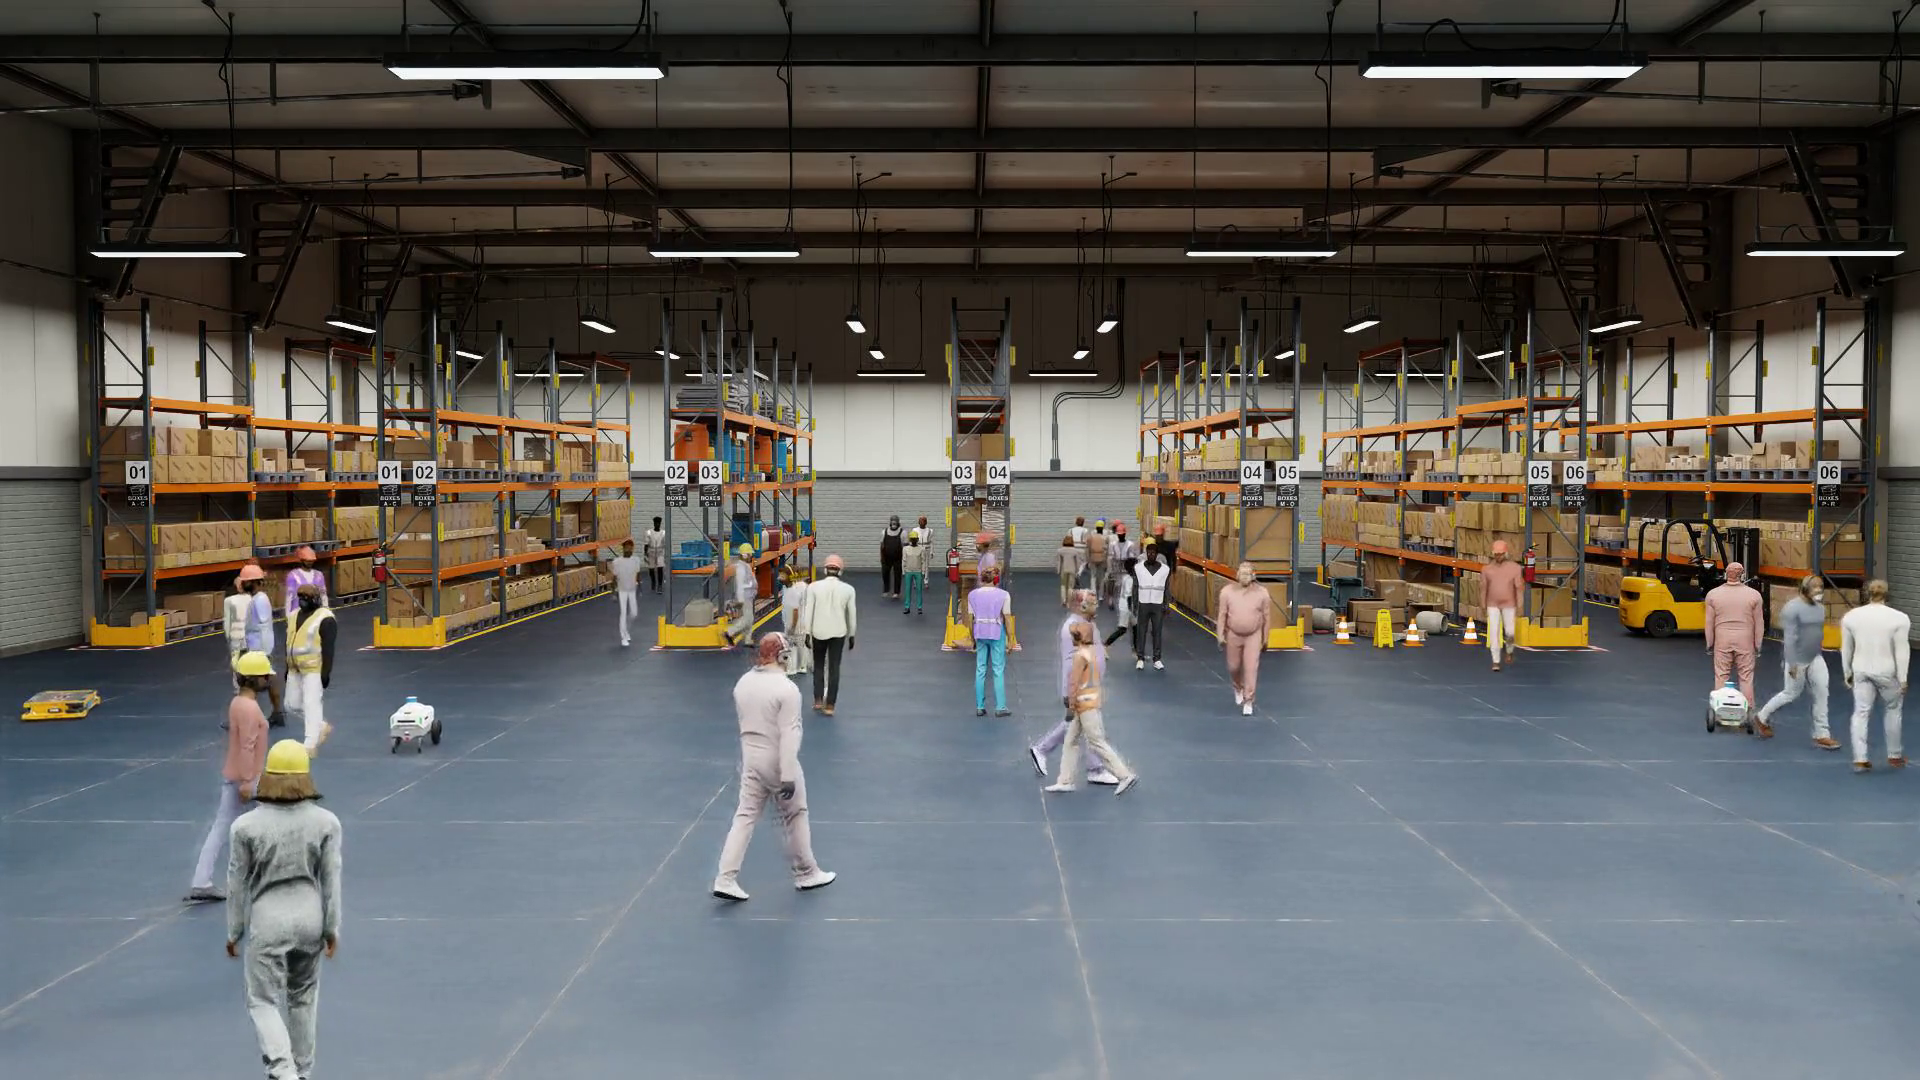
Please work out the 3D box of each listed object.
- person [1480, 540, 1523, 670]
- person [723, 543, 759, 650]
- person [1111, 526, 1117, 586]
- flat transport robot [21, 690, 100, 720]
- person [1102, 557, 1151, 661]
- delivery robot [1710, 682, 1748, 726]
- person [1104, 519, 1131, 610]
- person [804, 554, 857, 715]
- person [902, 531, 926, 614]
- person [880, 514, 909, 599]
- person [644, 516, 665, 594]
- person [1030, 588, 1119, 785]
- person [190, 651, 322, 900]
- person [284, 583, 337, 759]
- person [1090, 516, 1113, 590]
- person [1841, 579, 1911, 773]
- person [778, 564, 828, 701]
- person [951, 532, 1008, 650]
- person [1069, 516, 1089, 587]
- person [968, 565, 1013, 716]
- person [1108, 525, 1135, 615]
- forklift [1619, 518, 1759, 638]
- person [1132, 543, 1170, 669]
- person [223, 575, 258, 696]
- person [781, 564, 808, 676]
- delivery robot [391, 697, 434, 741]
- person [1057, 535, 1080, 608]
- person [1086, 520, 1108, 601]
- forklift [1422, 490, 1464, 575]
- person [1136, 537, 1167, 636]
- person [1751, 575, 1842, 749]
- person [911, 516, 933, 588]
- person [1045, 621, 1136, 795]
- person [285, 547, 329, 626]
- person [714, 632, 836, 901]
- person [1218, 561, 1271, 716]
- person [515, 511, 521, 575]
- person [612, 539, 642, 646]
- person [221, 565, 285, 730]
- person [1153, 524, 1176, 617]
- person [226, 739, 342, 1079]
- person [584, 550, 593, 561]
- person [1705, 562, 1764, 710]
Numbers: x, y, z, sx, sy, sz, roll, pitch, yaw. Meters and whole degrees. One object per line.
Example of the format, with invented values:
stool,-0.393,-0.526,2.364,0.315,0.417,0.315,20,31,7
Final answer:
person,8.204,0.980,24.491,0.632,1.976,0.553,1,2,22
person,-3.662,0.952,27.194,0.534,1.816,0.598,0,2,-2
person,4.142,0.412,43.278,0.512,1.615,0.510,1,2,19
flat transport robot,-11.092,2.023,19.944,0.652,0.197,1.431,-1,2,-21
person,2.591,1.093,25.597,0.819,1.665,0.531,0,2,3
delivery robot,8.887,1.887,18.675,0.477,0.478,0.707,1,2,20
person,3.451,0.533,35.547,0.608,2.006,1.003,1,2,14
person,-1.610,1.160,20.070,0.659,1.960,0.747,0,2,-6
person,-0.987,0.687,34.462,0.528,1.772,0.304,0,2,6
person,-1.592,0.414,38.504,0.708,2.000,0.702,0,2,10
person,-7.604,0.362,40.444,0.631,1.946,0.686,0,2,-8
person,1.115,1.392,15.550,0.896,1.873,0.644,1,2,18
person,-4.925,1.632,11.247,0.902,1.712,0.542,-2,3,-35
person,-6.771,1.355,16.848,0.648,1.830,0.538,1,3,27
person,3.624,0.347,41.325,0.610,1.919,0.866,0,2,11
person,9.196,1.346,16.157,0.892,1.900,0.661,-2,3,-40
person,-2.110,1.206,21.011,0.984,1.817,0.526,-2,3,-34
person,0.376,0.864,27.306,1.056,1.985,0.616,0,2,-9
person,3.126,0.309,42.770,0.699,1.863,0.435,1,3,30
person,0.368,1.232,19.783,0.567,1.846,0.389,1,2,22
person,3.364,0.643,33.843,0.559,1.900,0.861,1,2,19
forklift,13.417,0.684,29.791,2.313,2.155,1.214,0,2,0
person,2.923,1.004,24.707,0.587,1.913,0.390,0,2,-1
person,-9.524,1.278,21.514,0.522,1.616,0.708,-2,3,-34
person,-2.429,1.175,23.782,0.306,1.639,0.523,2,3,36
delivery robot,-5.913,1.936,17.436,0.477,0.478,0.707,0,2,-8
person,2.407,0.706,35.809,0.514,1.615,0.406,0,2,5
person,3.247,0.484,37.794,0.611,1.909,0.452,0,2,10
forklift,13.926,-0.371,47.846,1.873,2.768,1.129,0,2,0
person,3.529,0.851,29.880,0.607,1.799,0.804,0,2,1
person,9.125,1.305,17.620,0.634,1.893,0.863,-1,2,-21
person,-0.985,0.319,42.272,0.572,1.886,0.355,0,2,-2
person,1.217,1.544,14.877,0.808,1.603,0.512,0,2,11
person,-9.490,1.057,23.605,0.962,1.888,0.573,2,3,38
person,-1.328,1.568,11.285,0.659,1.859,1.016,2,3,41
person,3.553,1.199,20.176,0.649,1.886,0.794,1,2,15
person,-12.466,0.163,45.549,0.372,1.940,0.630,1,2,24
person,-5.789,0.902,28.024,0.552,1.850,0.473,-1,3,-31
person,-8.243,1.246,18.726,0.820,1.903,0.560,-1,2,-22
person,4.101,0.652,32.979,0.617,1.965,0.867,0,2,6
person,-3.070,1.785,7.408,0.490,1.718,0.665,-2,3,-36
person,-10.616,0.185,46.655,0.802,1.805,0.601,0,2,-10
person,9.231,1.223,19.253,0.639,1.910,0.407,1,3,29
